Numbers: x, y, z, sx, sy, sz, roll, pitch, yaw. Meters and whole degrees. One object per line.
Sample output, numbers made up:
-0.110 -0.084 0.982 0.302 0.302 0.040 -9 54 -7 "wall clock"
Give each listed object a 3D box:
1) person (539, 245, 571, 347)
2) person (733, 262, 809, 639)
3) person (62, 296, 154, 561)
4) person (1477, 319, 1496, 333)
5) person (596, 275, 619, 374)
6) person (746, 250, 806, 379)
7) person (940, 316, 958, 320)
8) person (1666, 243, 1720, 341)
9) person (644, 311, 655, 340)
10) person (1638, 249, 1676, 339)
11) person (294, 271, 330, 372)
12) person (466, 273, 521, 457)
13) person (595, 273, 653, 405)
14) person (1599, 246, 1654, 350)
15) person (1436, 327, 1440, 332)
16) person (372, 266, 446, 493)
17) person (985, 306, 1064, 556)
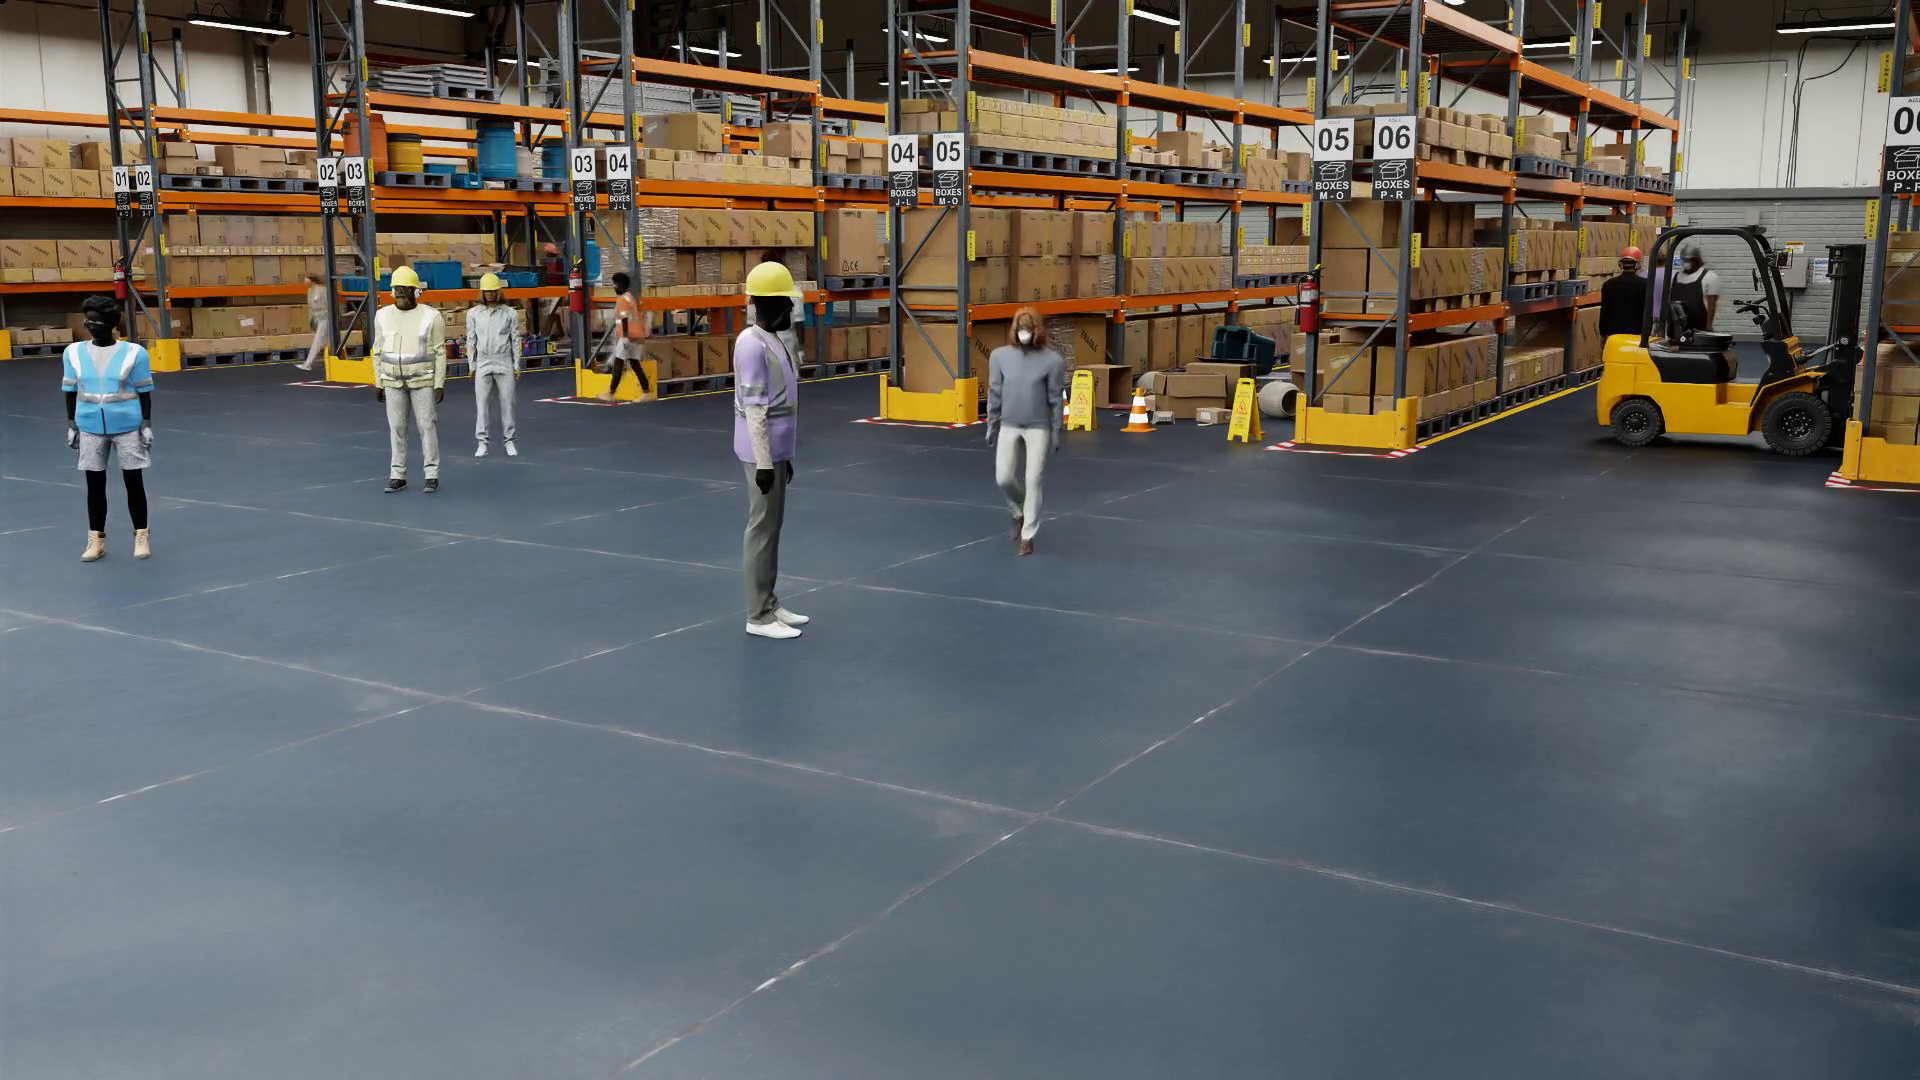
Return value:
-7.824 -4.707 32.214 0.611 1.989 1.068 6 12 30 "person"
-0.977 -0.462 8.597 0.364 1.927 0.587 0 10 3 "person"
-5.426 -0.708 10.621 0.529 1.694 0.321 -3 10 -14 "person"
10.109 -4.594 31.859 0.747 1.882 0.658 5 11 27 "person"
-4.956 -3.193 23.951 0.639 1.914 0.846 4 11 21 "person"
-1.881 -1.990 17.068 0.621 1.951 0.596 0 10 1 "person"
-0.032 -3.227 24.526 0.643 1.792 0.971 4 11 21 "person"
9.672 -2.922 22.059 0.678 2.000 0.690 -10 14 -44 "person"
-6.411 -5.061 34.583 0.531 1.838 0.610 5 11 24 "person"
10.005 -3.191 23.851 0.631 1.940 0.370 5 11 27 "person"
-10.019 -3.409 26.048 0.895 1.578 0.572 -9 14 -42 "person"
-4.425 -1.657 15.806 0.492 1.740 0.325 -2 10 -13 "person"
-4.223 -2.523 20.893 0.746 1.647 0.599 1 10 3 "person"
7.735 -2.402 19.316 0.605 1.986 0.402 9 13 41 "person"
7.690 -3.722 27.022 0.310 1.868 0.533 -2 10 -12 "person"
-4.478 -1.296 13.522 0.590 1.837 0.403 0 10 0 "person"
0.428 -0.721 10.879 0.522 1.619 0.411 2 10 13 "person"
